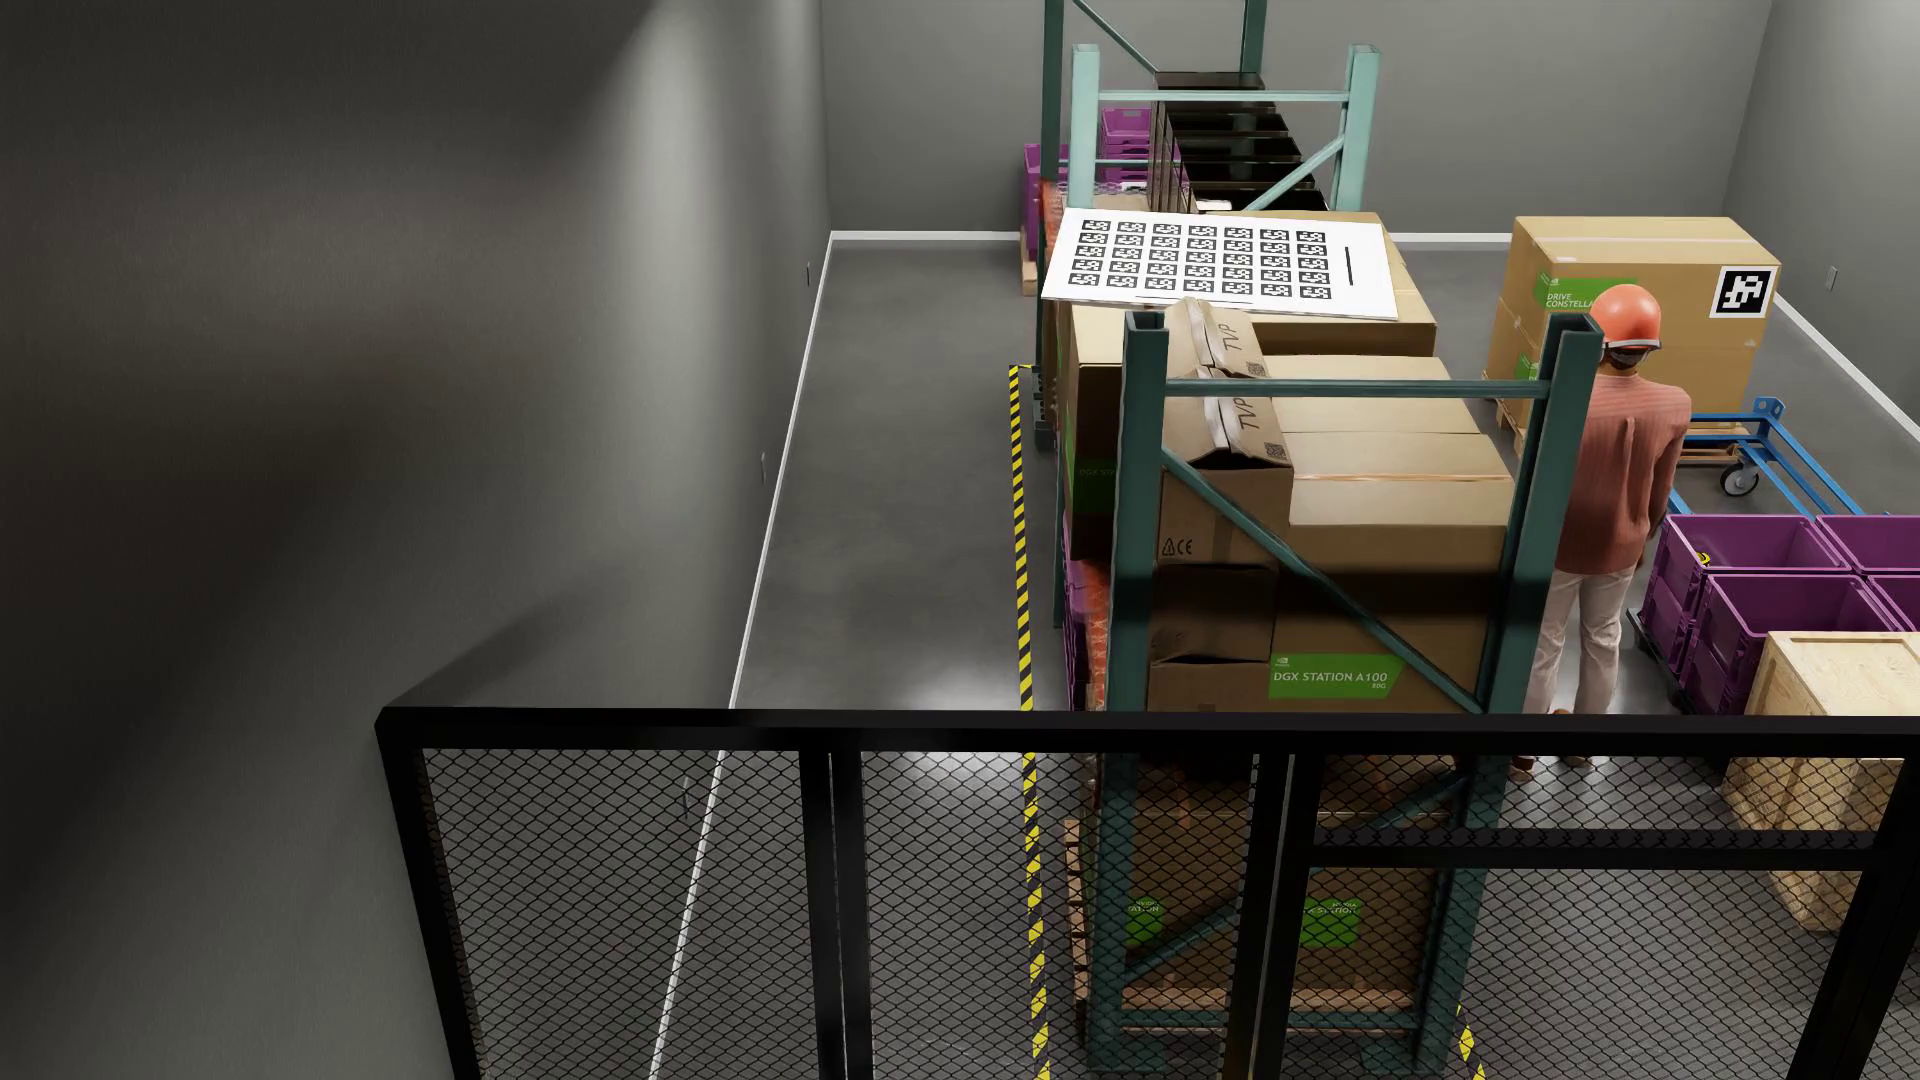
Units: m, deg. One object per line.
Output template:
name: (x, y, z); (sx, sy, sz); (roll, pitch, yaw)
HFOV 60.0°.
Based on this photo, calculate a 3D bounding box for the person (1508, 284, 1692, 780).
person: (2.290, 0.005, 6.153); (0.612, 1.996, 0.389); (-6, 32, -10)
